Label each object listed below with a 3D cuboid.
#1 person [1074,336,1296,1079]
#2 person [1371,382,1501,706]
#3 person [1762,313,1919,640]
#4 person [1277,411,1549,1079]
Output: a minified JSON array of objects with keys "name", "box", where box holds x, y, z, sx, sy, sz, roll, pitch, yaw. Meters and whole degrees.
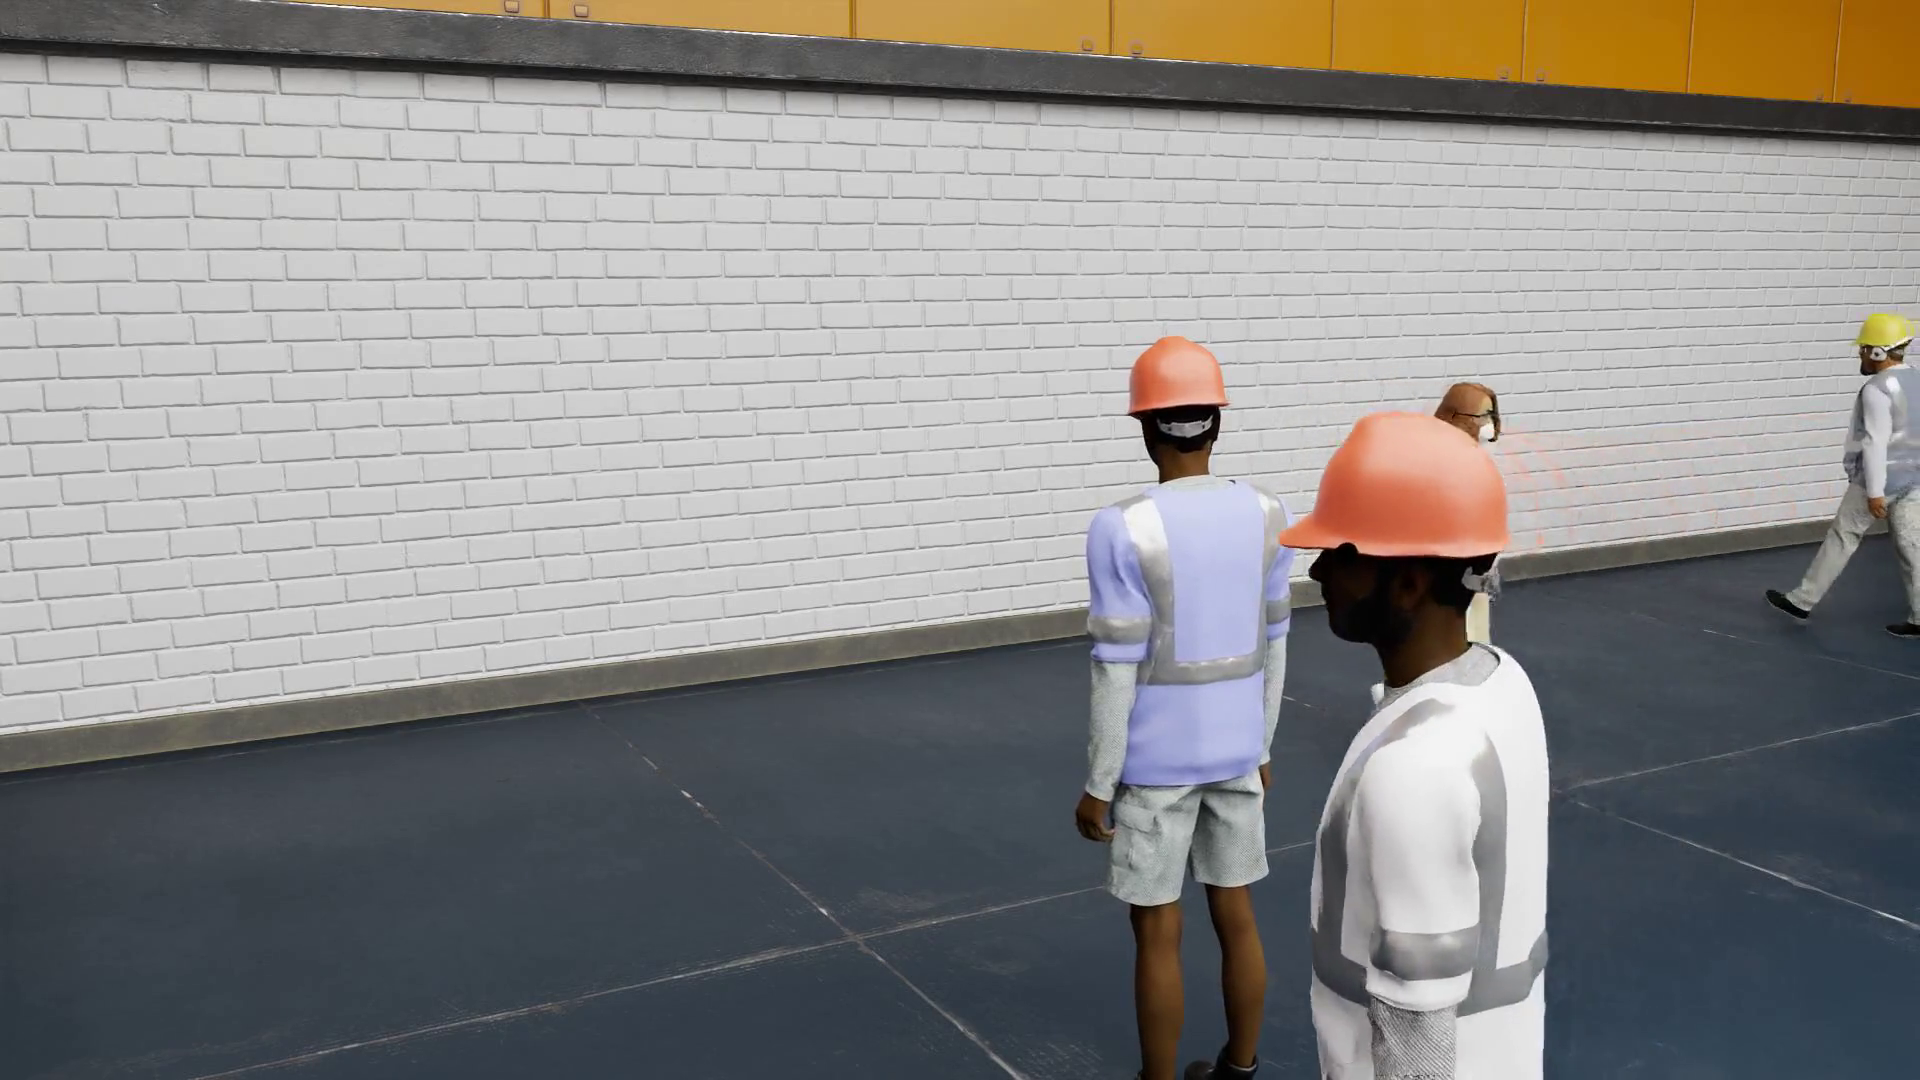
[{"name":"person","box":[0.510,0.495,3.908,0.543,1.932,0.376,-5,11,-26]},{"name":"person","box":[1.972,0.155,6.773,0.573,1.615,0.514,8,13,40]},{"name":"person","box":[5.046,-0.356,9.234,0.612,1.782,0.930,-7,12,-34]},{"name":"person","box":[0.718,0.780,2.311,0.780,1.920,0.545,6,11,30]}]
